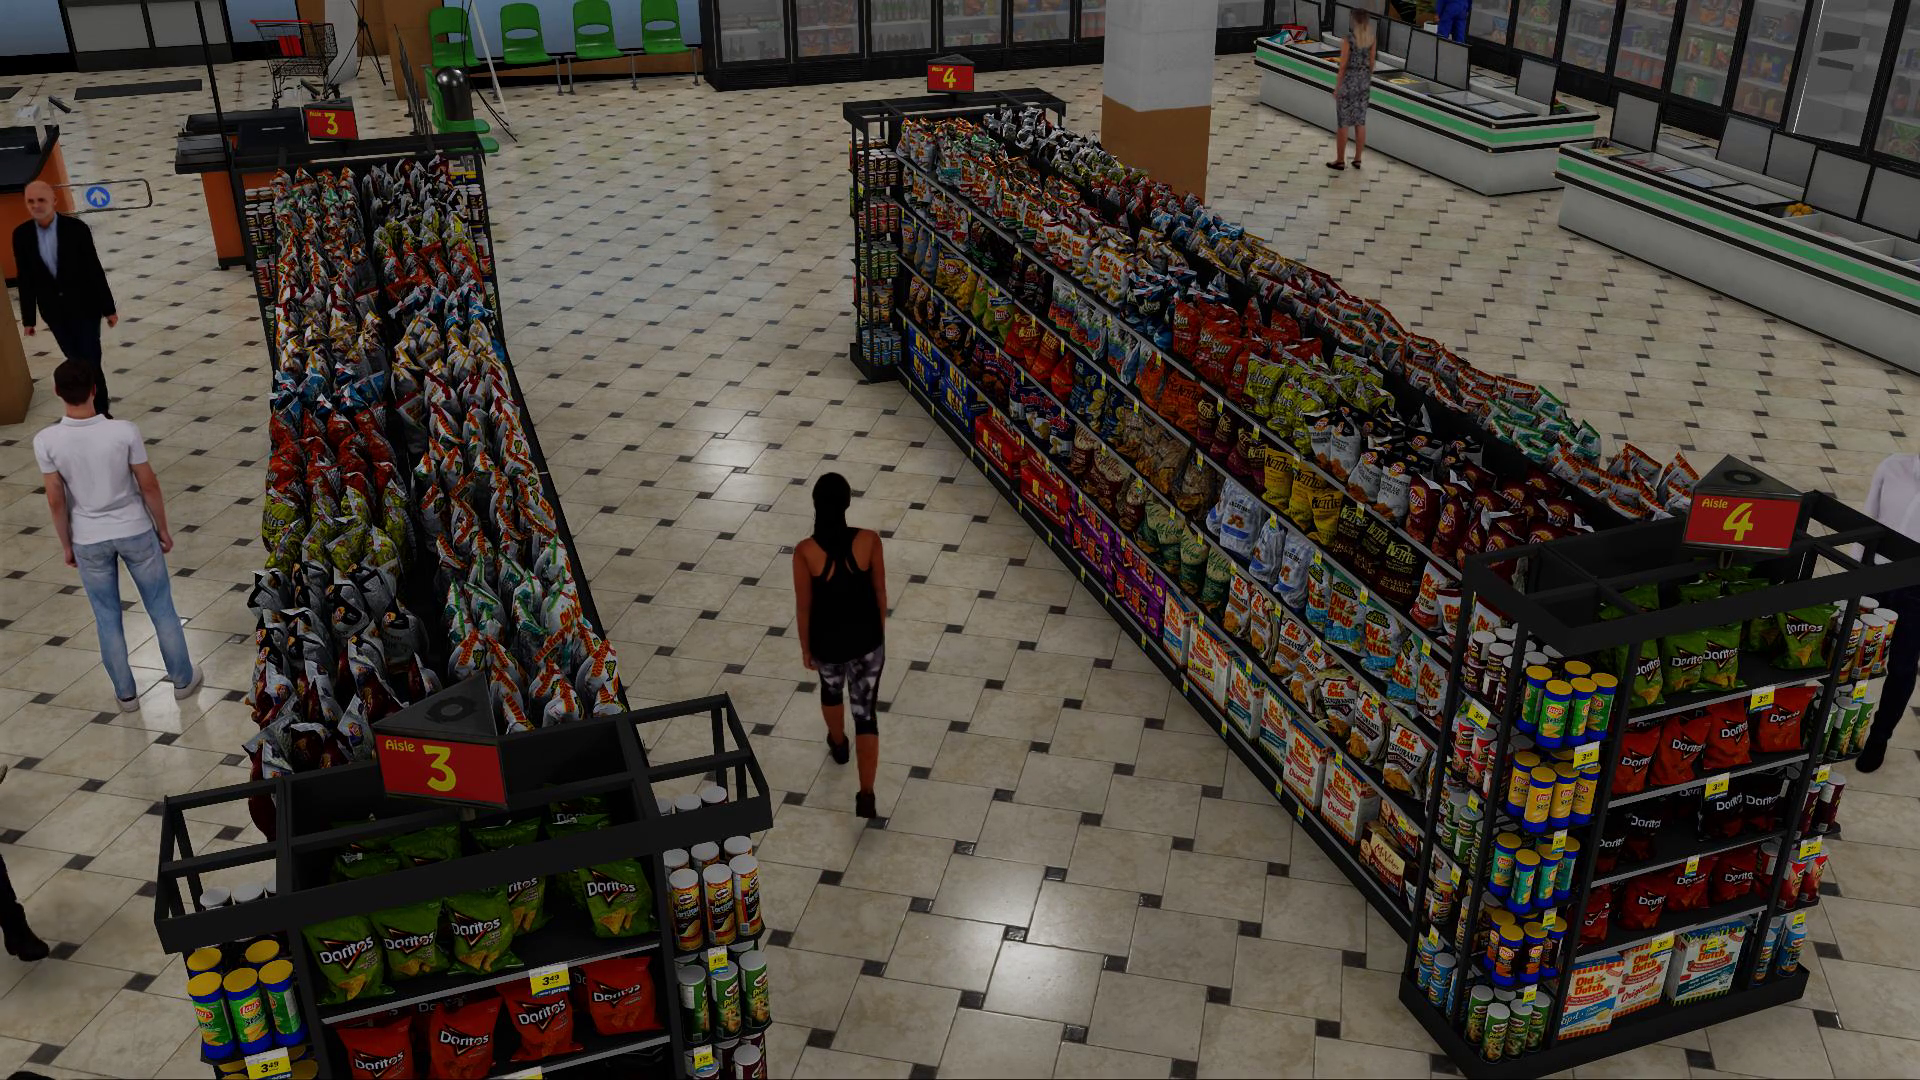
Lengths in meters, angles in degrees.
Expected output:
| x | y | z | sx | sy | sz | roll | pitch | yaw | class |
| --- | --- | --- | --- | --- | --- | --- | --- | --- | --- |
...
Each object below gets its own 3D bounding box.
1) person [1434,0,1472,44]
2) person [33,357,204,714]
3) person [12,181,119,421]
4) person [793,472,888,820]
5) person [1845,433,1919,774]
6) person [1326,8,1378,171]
| x | y | z | sx | sy | sz | roll | pitch | yaw | class |
| --- | --- | --- | --- | --- | --- | --- | --- | --- | --- |
| 6.581 | -7.074 | 22.166 | 0.740 | 1.841 | 0.659 | -8 | 28 | -16 | person |
| -4.184 | -0.012 | 8.230 | 0.652 | 1.851 | 0.543 | -11 | 29 | -21 | person |
| -6.099 | -1.608 | 11.449 | 0.810 | 1.786 | 0.931 | -4 | 27 | -8 | person |
| -0.501 | 0.488 | 7.490 | 0.754 | 1.628 | 1.161 | -3 | 27 | -6 | person |
| 4.416 | 0.192 | 7.808 | 0.757 | 1.869 | 0.625 | -22 | 34 | -36 | person |
| 4.256 | -4.861 | 17.956 | 0.595 | 1.703 | 0.515 | -6 | 28 | -12 | person |
